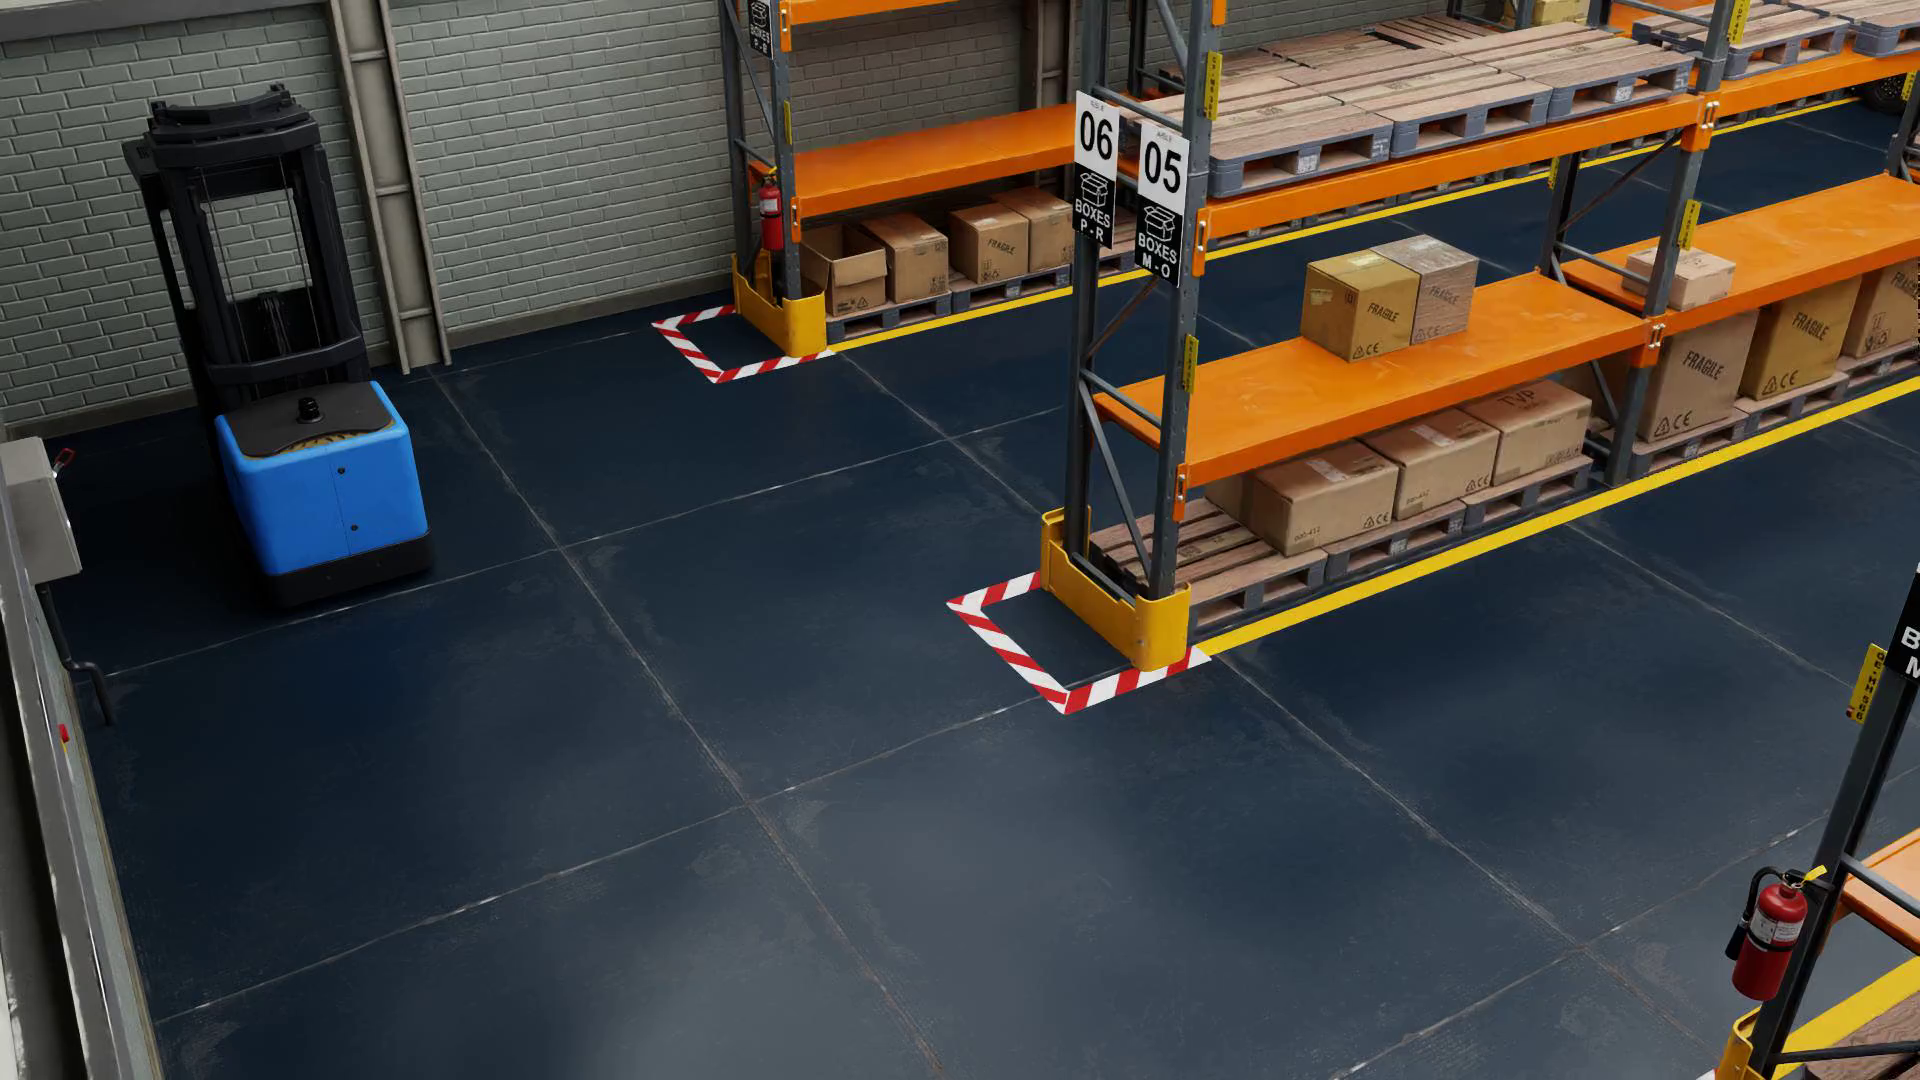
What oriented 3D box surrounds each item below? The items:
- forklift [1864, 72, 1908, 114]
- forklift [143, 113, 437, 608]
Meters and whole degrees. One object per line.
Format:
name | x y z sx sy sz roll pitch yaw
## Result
forklift | 11.468 -5.645 18.244 1.214 2.155 2.313 -17 36 -26
forklift | -4.289 -1.259 10.509 1.129 2.768 1.873 -17 36 -26
